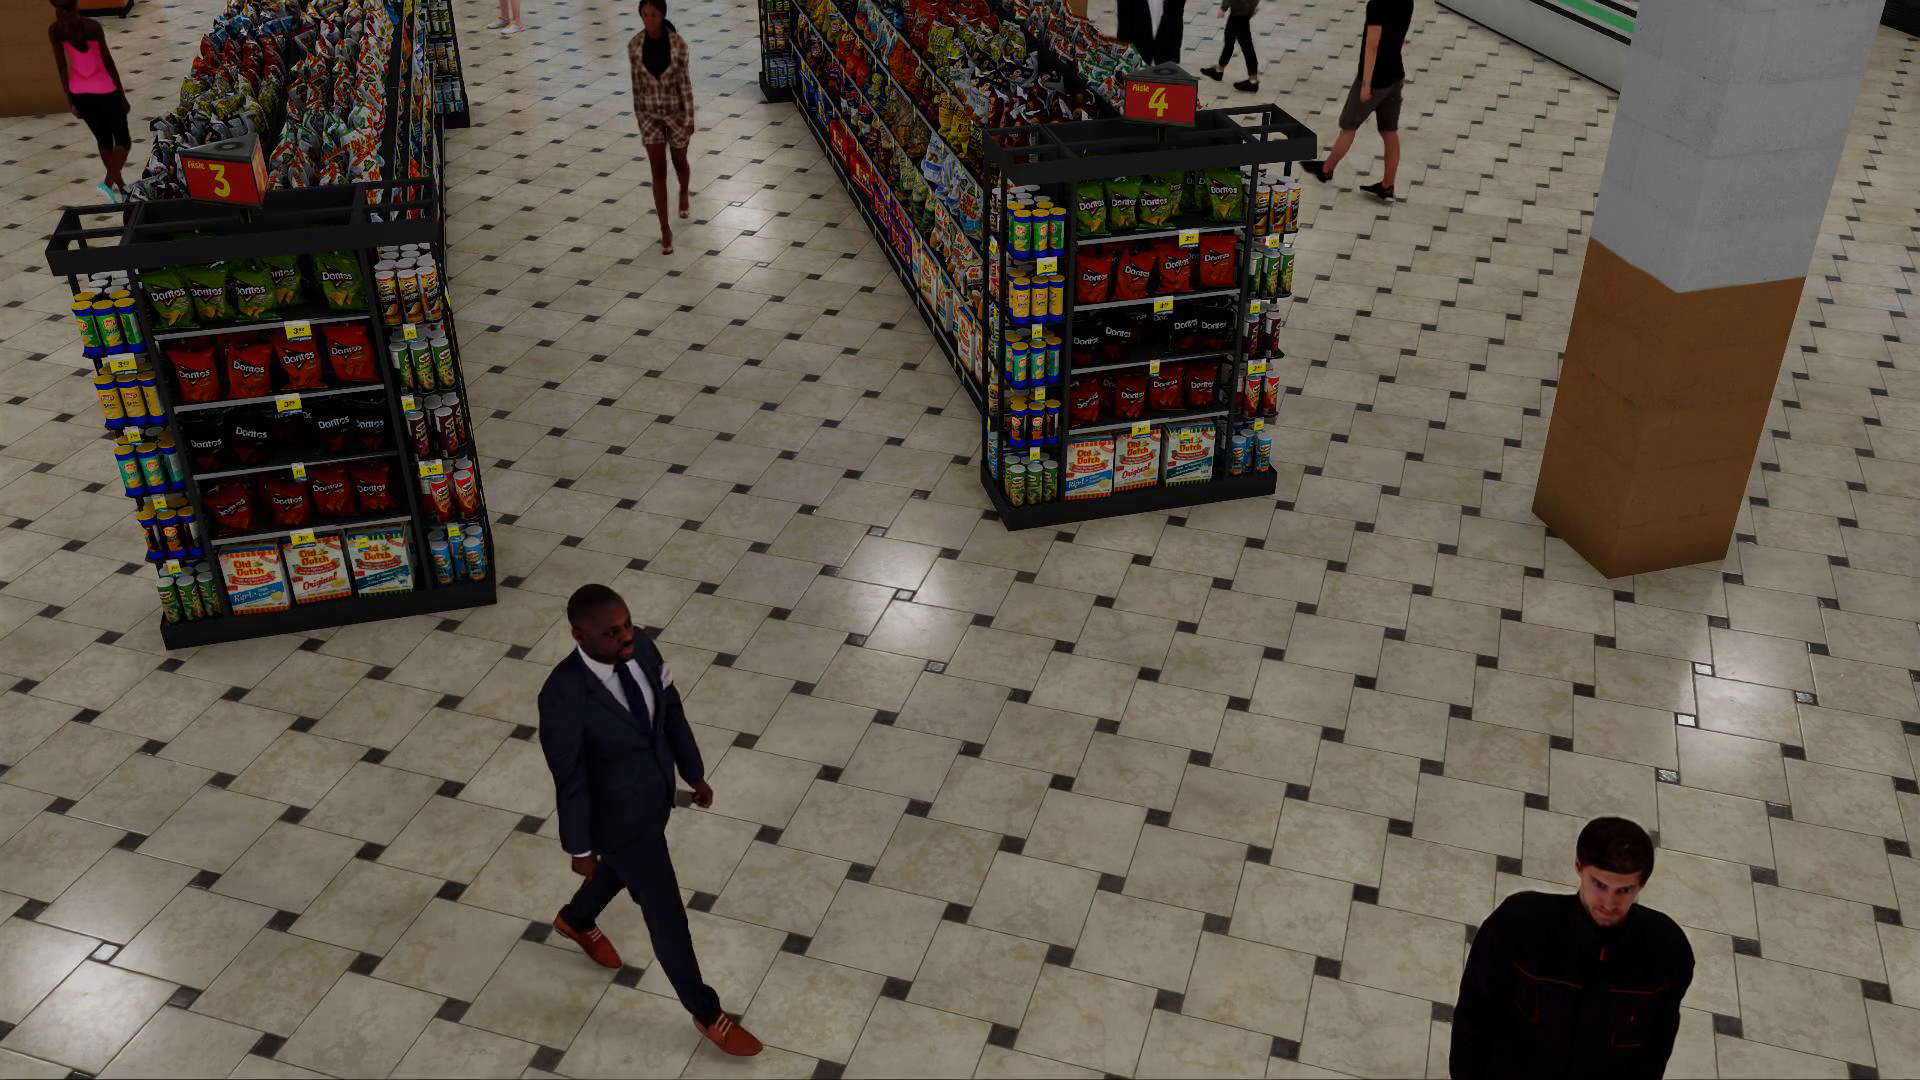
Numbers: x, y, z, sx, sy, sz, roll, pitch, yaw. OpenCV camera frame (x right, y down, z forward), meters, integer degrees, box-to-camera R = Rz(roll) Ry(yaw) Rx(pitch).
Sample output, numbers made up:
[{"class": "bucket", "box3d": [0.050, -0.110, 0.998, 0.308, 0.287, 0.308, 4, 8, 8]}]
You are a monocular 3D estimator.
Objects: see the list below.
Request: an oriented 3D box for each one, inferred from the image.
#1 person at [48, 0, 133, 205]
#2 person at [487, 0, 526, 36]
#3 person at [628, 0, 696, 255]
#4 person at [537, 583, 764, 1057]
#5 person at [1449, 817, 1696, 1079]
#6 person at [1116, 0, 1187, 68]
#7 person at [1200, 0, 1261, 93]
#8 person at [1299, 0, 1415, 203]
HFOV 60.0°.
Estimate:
[{"class": "person", "box3d": [-6.390, -3.232, 12.262, 0.684, 1.709, 0.983, -2, 32, -4]}, {"class": "person", "box3d": [-4.645, -6.005, 16.676, 0.707, 1.753, 0.604, -23, 39, -33]}, {"class": "person", "box3d": [-2.075, -2.985, 11.827, 0.749, 1.749, 1.156, -1, 32, -2]}, {"class": "person", "box3d": [-1.167, 0.877, 5.567, 1.201, 1.804, 1.219, 12, 34, 19]}, {"class": "person", "box3d": [1.628, 1.484, 4.560, 0.802, 1.839, 0.747, 5, 32, 8]}, {"class": "person", "box3d": [1.401, -3.671, 12.784, 0.823, 1.902, 1.237, -3, 32, -5]}, {"class": "person", "box3d": [2.619, -4.768, 14.972, 0.936, 1.453, 0.890, 15, 35, 22]}, {"class": "person", "box3d": [3.214, -3.433, 12.468, 0.986, 1.832, 1.199, -23, 39, -33]}]
